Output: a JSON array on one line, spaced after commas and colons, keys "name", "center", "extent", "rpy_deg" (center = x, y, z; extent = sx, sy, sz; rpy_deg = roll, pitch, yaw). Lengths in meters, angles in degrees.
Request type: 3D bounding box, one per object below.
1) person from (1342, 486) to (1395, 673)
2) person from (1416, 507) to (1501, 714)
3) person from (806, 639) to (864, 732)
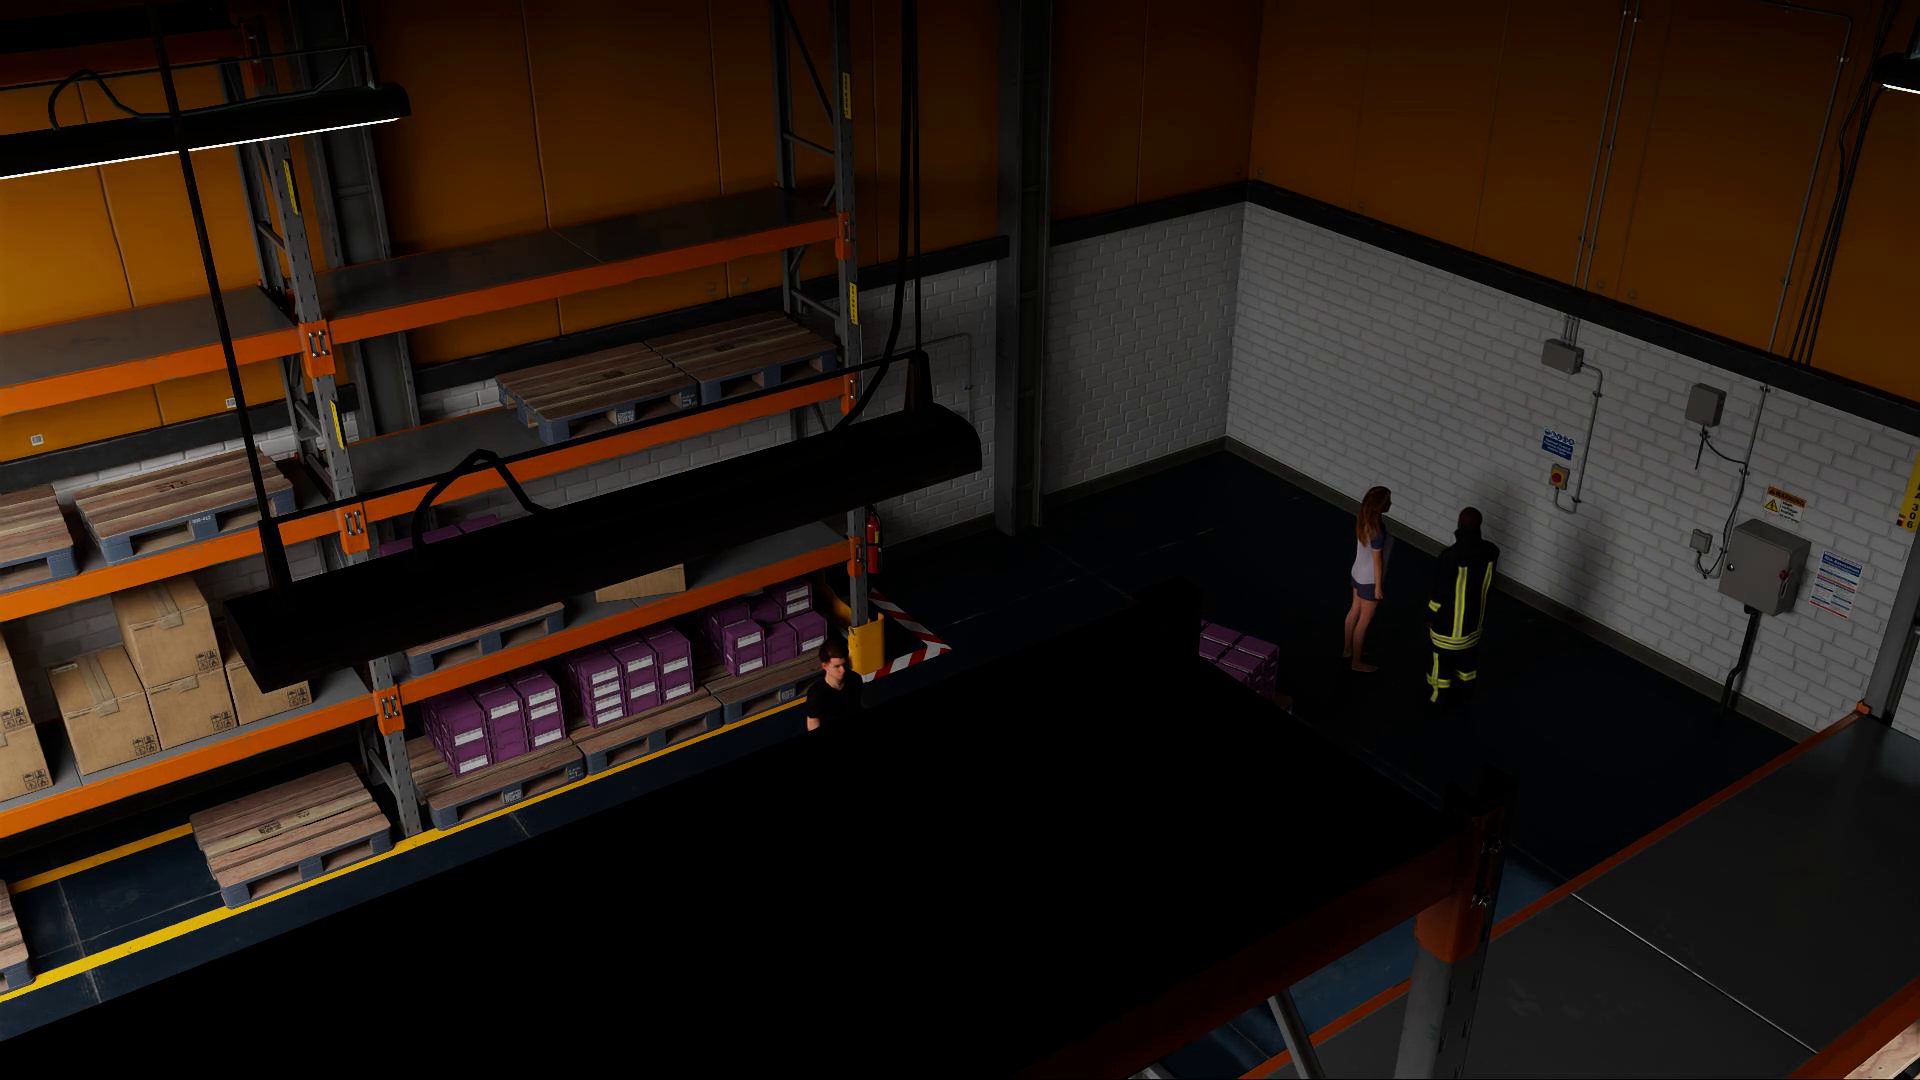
[{"name": "person", "center": [3.486, 0.316, 14.244], "extent": [0.698, 1.733, 0.682], "rpy_deg": [-3, 29, -5]}, {"name": "person", "center": [4.124, 0.558, 13.711], "extent": [0.689, 1.818, 0.854], "rpy_deg": [-11, 30, -19]}, {"name": "person", "center": [-0.877, 1.511, 11.918], "extent": [0.773, 1.862, 0.584], "rpy_deg": [25, 37, 38]}]
